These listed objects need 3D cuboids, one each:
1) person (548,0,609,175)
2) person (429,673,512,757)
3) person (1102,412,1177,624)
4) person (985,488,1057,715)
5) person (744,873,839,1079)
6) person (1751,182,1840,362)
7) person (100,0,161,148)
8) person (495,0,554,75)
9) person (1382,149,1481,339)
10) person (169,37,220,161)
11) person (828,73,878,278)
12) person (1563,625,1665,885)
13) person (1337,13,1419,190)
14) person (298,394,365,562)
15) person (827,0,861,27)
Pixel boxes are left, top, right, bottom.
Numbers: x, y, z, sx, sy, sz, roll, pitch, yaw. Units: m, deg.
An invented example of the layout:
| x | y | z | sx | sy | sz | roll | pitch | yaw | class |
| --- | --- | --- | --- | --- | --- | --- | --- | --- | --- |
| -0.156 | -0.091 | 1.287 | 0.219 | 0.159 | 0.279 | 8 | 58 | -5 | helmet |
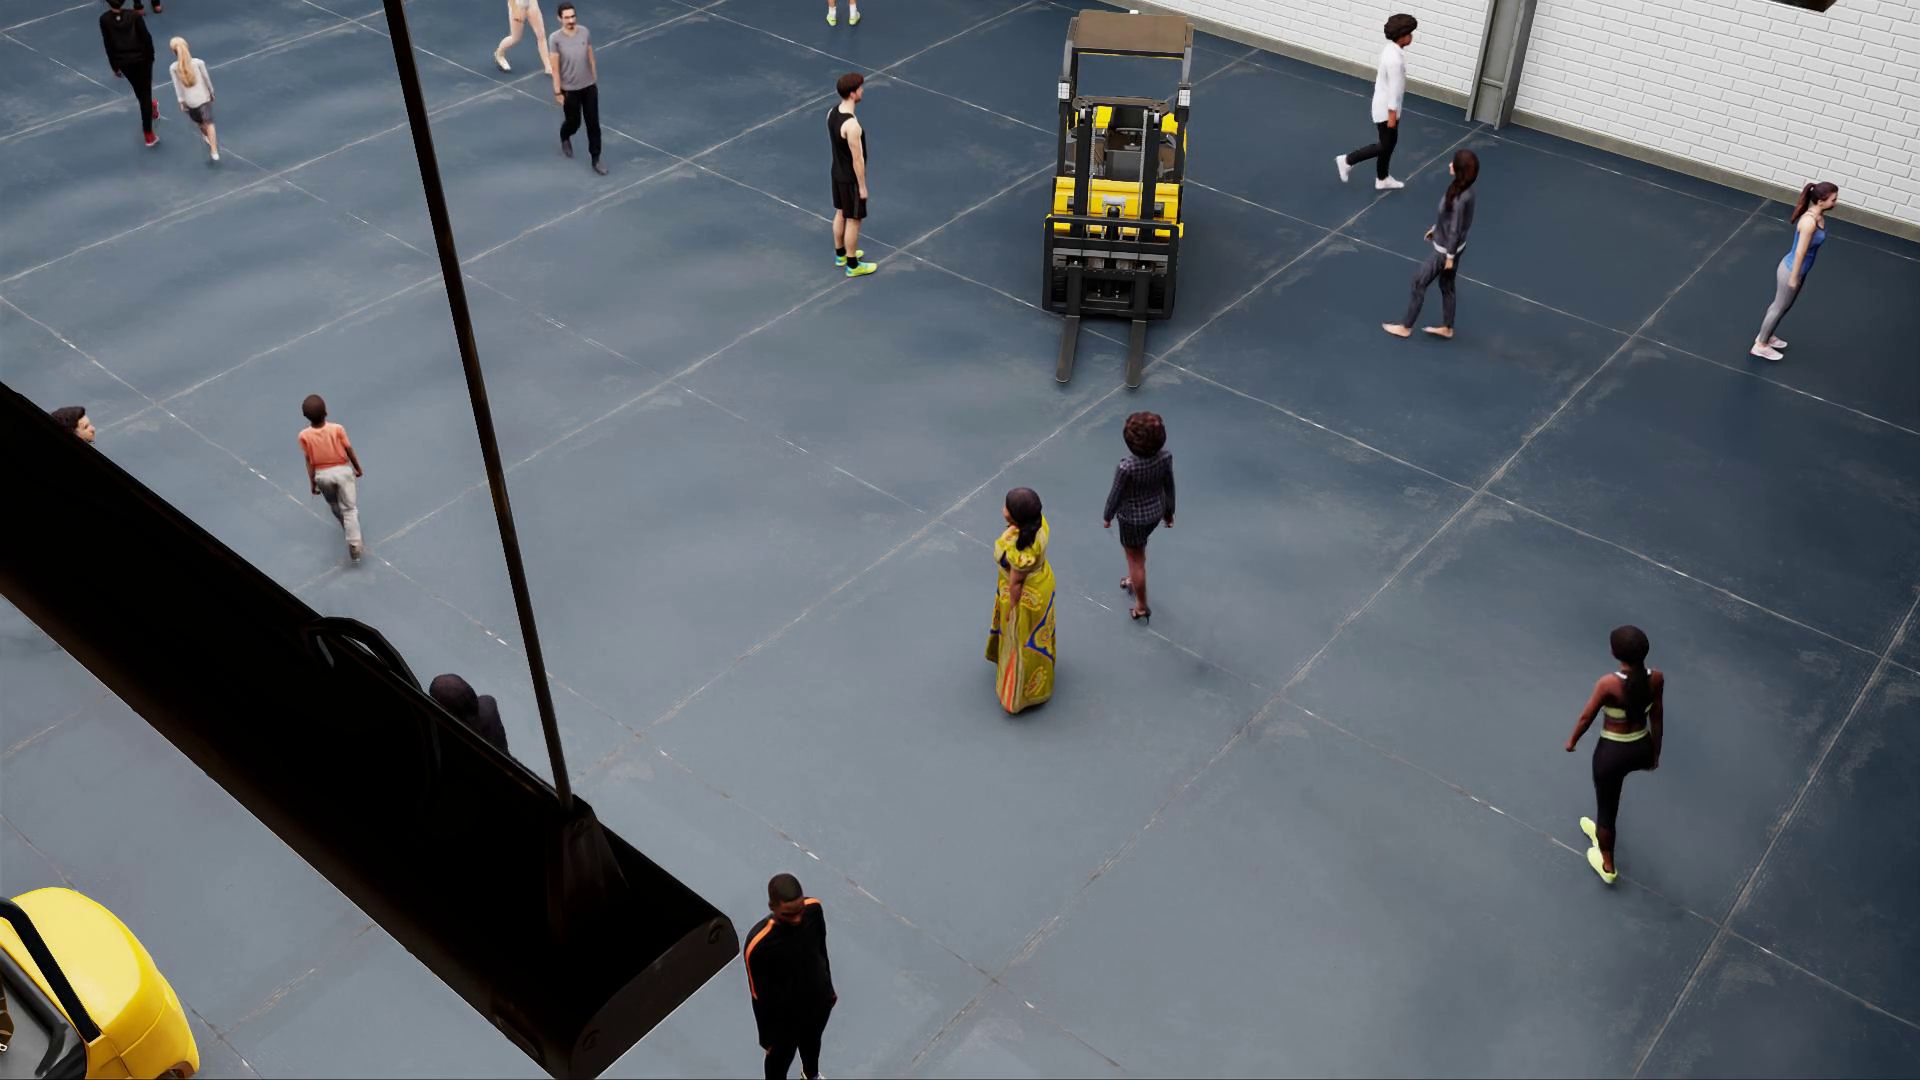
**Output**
| x | y | z | sx | sy | sz | roll | pitch | yaw | class |
| --- | --- | --- | --- | --- | --- | --- | --- | --- | --- |
| -3.893 | -4.593 | 16.802 | 0.766 | 1.739 | 0.989 | -24 | 44 | -27 | person |
| -2.659 | 1.385 | 9.423 | 0.837 | 1.606 | 0.738 | 19 | 42 | 22 | person |
| 1.262 | -0.093 | 11.213 | 0.775 | 1.682 | 0.849 | -18 | 42 | -21 | person |
| 0.420 | 0.339 | 10.694 | 0.986 | 1.655 | 1.013 | 8 | 39 | 10 | person |
| -0.817 | 2.256 | 8.170 | 0.533 | 1.809 | 0.637 | 31 | 48 | 33 | person |
| 7.028 | -2.273 | 14.002 | 0.551 | 1.608 | 0.564 | 23 | 44 | 26 | person |
| -8.582 | -4.907 | 17.280 | 1.046 | 1.633 | 1.145 | -7 | 39 | -9 | person |
| -4.993 | -5.996 | 18.660 | 1.083 | 1.613 | 0.745 | 16 | 41 | 19 | person |
| 4.226 | -2.486 | 14.154 | 0.906 | 1.751 | 0.756 | 15 | 41 | 18 | person |
| -7.819 | -4.503 | 17.086 | 0.775 | 1.244 | 0.947 | -14 | 41 | -16 | person |
| -1.009 | -3.304 | 15.068 | 0.797 | 1.888 | 0.637 | -18 | 42 | -22 | person |
| 3.801 | 1.281 | 9.471 | 0.800 | 1.708 | 0.865 | 0 | 39 | 0 | person |
| 4.138 | -4.276 | 16.361 | 1.052 | 1.793 | 0.896 | 7 | 39 | 9 | person |
| -4.498 | -0.433 | 11.953 | 0.818 | 1.289 | 0.966 | -10 | 40 | -12 | person |
| -1.448 | -7.073 | 19.834 | 0.716 | 1.831 | 0.772 | -4 | 39 | -5 | person |
